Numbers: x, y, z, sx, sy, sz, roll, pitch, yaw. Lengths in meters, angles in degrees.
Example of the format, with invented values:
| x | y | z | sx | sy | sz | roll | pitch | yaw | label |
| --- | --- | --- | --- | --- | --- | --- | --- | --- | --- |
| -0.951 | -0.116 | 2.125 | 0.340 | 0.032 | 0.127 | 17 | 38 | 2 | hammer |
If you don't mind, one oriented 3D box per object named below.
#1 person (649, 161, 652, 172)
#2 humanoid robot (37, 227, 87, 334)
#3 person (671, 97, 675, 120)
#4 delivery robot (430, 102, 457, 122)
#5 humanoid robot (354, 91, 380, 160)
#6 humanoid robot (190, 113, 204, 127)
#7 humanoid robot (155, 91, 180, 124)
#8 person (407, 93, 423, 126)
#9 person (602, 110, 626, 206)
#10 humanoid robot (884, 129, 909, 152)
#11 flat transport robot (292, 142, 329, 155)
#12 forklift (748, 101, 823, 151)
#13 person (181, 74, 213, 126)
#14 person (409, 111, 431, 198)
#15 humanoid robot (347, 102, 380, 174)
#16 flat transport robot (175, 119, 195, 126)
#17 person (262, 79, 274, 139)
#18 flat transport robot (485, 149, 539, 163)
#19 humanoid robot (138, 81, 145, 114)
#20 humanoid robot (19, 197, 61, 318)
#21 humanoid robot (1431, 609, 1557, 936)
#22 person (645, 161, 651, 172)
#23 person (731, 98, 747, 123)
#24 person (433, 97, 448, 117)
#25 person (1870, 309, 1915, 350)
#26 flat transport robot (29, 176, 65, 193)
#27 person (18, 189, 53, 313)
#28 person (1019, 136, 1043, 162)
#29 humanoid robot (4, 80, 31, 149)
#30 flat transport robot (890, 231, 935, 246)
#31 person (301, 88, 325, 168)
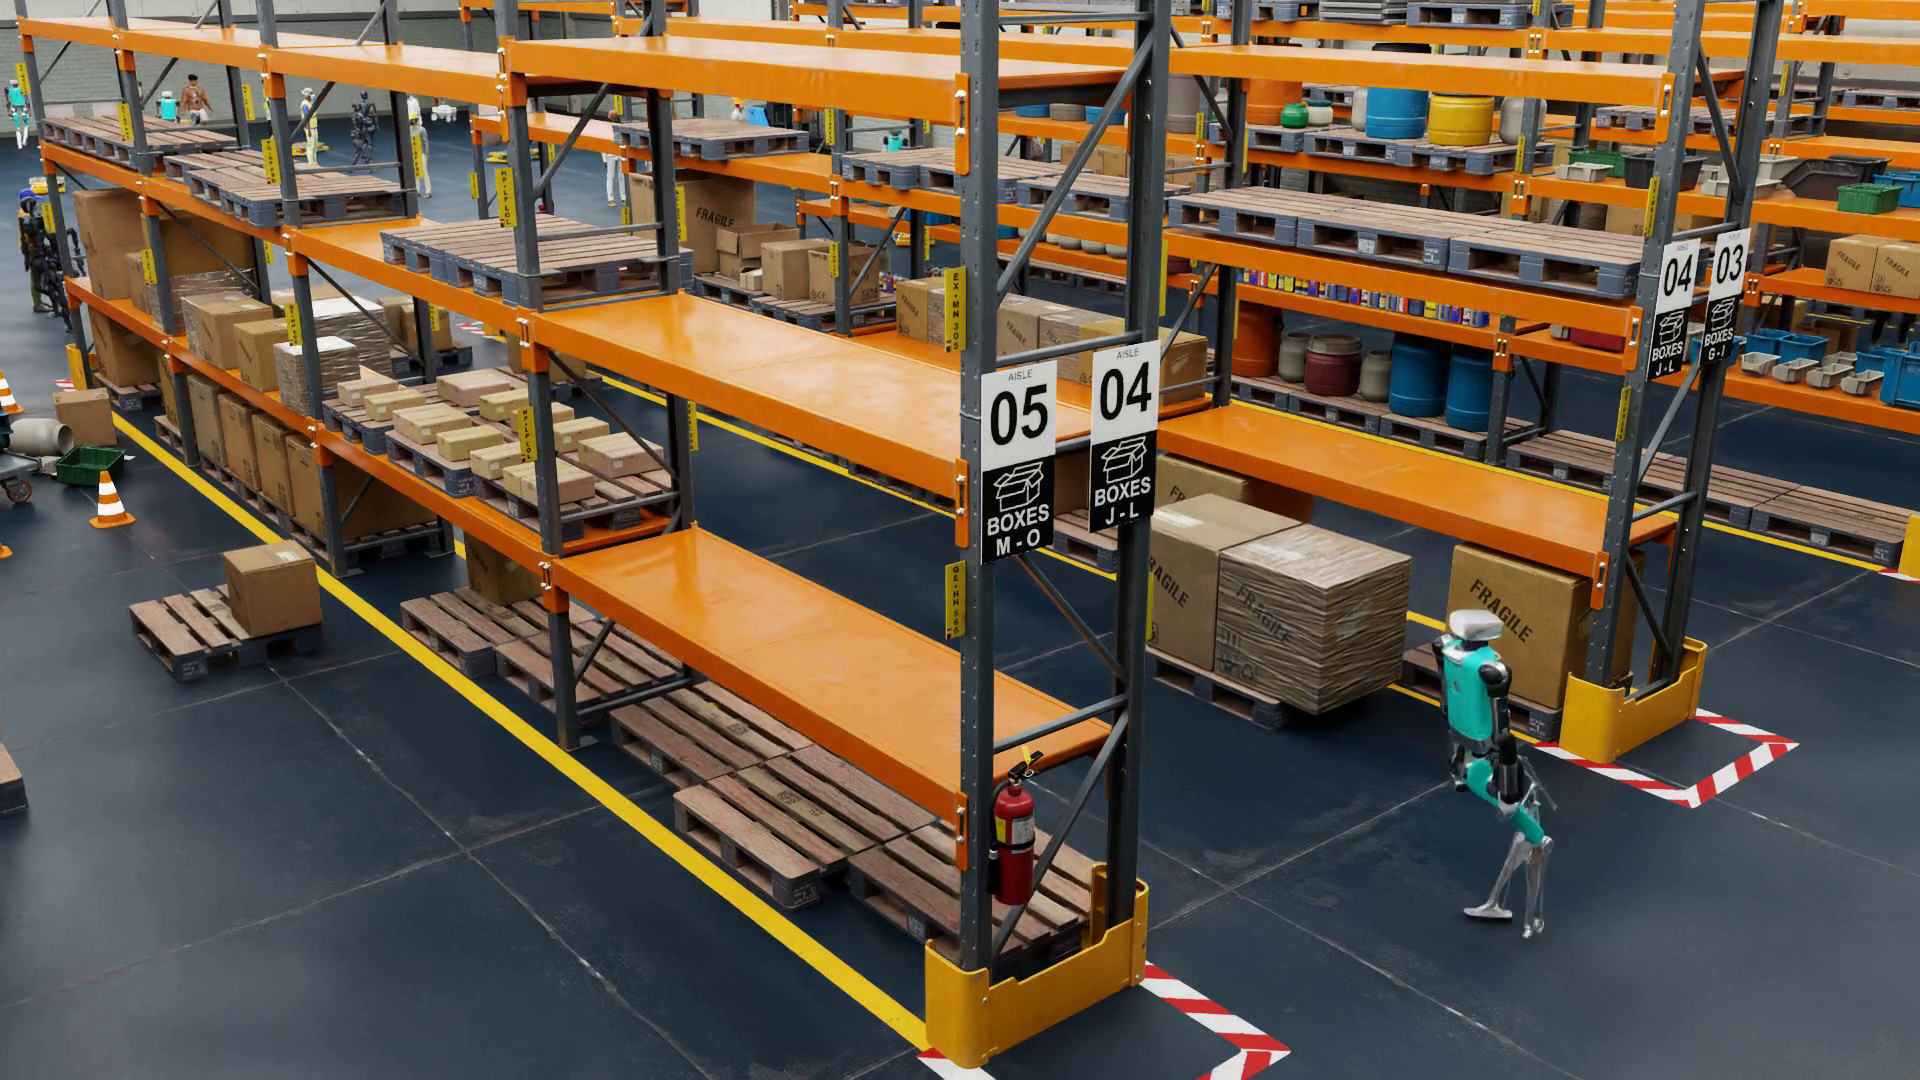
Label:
| x | y | z | sx | sy | sz | roll | pitch | yaw | label |
| --- | --- | --- | --- | --- | --- | --- | --- | --- | --- |
| -5.074 | -6.001 | 28.479 | 0.372 | 1.958 | 0.596 | 6 | 20 | 16 | person |
| -11.901 | -3.569 | 21.974 | 0.509 | 1.642 | 0.584 | 12 | 23 | 31 | humanoid robot |
| -7.213 | -10.272 | 40.682 | 0.493 | 1.928 | 1.015 | -6 | 20 | -17 | person |
| -15.633 | -12.935 | 50.338 | 0.780 | 0.608 | 0.525 | 6 | 20 | 16 | delivery robot |
| -14.531 | -10.158 | 40.729 | 0.598 | 1.641 | 0.378 | -2 | 19 | -5 | humanoid robot |
| -16.149 | -8.209 | 35.200 | 0.405 | 1.639 | 0.612 | 7 | 21 | 20 | humanoid robot |
| -18.824 | -9.754 | 39.499 | 0.559 | 1.772 | 0.785 | -15 | 24 | -37 | humanoid robot |
| -13.217 | -10.001 | 40.003 | 0.509 | 1.880 | 0.906 | -12 | 23 | -31 | person |
| -6.867 | -7.622 | 33.213 | 0.571 | 1.876 | 0.350 | -13 | 23 | -32 | person |
| -1.308 | -6.749 | 30.992 | 0.557 | 1.811 | 0.754 | 10 | 22 | 25 | humanoid robot |
| -16.580 | -9.889 | 42.080 | 0.659 | 0.231 | 1.431 | 1 | 19 | 2 | flat transport robot |
| -4.526 | -11.368 | 42.374 | 1.129 | 2.768 | 1.873 | -15 | 24 | -37 | forklift |
| -20.150 | -11.348 | 43.860 | 0.842 | 1.836 | 0.473 | -18 | 26 | -41 | person |
| -11.208 | -7.957 | 34.322 | 0.532 | 1.766 | 0.324 | 6 | 20 | 17 | person |
| -13.756 | -9.218 | 38.128 | 0.787 | 1.629 | 0.603 | 0 | 19 | -1 | humanoid robot |
| -19.389 | -9.558 | 41.138 | 0.659 | 0.231 | 1.431 | 9 | 21 | 23 | flat transport robot |
| -18.563 | -11.586 | 44.755 | 0.318 | 1.696 | 0.534 | -6 | 20 | -18 | person |
| -10.854 | -9.389 | 40.657 | 0.659 | 0.231 | 1.431 | 11 | 22 | 28 | flat transport robot |
| -22.305 | -11.591 | 44.772 | 0.540 | 1.836 | 0.722 | 2 | 19 | 5 | humanoid robot |
| -12.601 | -3.910 | 22.932 | 0.600 | 1.652 | 0.474 | 6 | 20 | 16 | humanoid robot |
| 2.769 | 1.178 | 8.411 | 0.820 | 1.801 | 0.569 | -7 | 21 | -19 | humanoid robot |
| -6.082 | -7.593 | 33.341 | 0.471 | 1.734 | 0.324 | -5 | 20 | -13 | person |
| -4.883 | -8.837 | 36.665 | 0.498 | 1.881 | 0.580 | 7 | 21 | 19 | person |
| -16.202 | -14.059 | 51.526 | 0.507 | 1.874 | 0.382 | 16 | 25 | 39 | person |
| 11.727 | -3.095 | 20.602 | 0.554 | 1.673 | 0.656 | -17 | 26 | -40 | person |
| -19.506 | -7.593 | 35.546 | 0.659 | 0.231 | 1.431 | -10 | 22 | -26 | flat transport robot |
| -12.952 | -4.058 | 23.316 | 0.389 | 1.705 | 0.501 | -7 | 21 | -20 | person |
| 1.308 | -6.628 | 30.556 | 0.542 | 1.757 | 0.414 | -9 | 21 | -24 | person |
| -24.434 | -11.068 | 43.231 | 0.556 | 1.774 | 0.817 | -9 | 21 | -25 | humanoid robot |
| -0.869 | -5.378 | 29.240 | 0.659 | 0.231 | 1.431 | -3 | 20 | -9 | flat transport robot |
| -15.054 | -9.506 | 38.554 | 0.389 | 1.887 | 0.524 | -2 | 19 | -5 | person |
